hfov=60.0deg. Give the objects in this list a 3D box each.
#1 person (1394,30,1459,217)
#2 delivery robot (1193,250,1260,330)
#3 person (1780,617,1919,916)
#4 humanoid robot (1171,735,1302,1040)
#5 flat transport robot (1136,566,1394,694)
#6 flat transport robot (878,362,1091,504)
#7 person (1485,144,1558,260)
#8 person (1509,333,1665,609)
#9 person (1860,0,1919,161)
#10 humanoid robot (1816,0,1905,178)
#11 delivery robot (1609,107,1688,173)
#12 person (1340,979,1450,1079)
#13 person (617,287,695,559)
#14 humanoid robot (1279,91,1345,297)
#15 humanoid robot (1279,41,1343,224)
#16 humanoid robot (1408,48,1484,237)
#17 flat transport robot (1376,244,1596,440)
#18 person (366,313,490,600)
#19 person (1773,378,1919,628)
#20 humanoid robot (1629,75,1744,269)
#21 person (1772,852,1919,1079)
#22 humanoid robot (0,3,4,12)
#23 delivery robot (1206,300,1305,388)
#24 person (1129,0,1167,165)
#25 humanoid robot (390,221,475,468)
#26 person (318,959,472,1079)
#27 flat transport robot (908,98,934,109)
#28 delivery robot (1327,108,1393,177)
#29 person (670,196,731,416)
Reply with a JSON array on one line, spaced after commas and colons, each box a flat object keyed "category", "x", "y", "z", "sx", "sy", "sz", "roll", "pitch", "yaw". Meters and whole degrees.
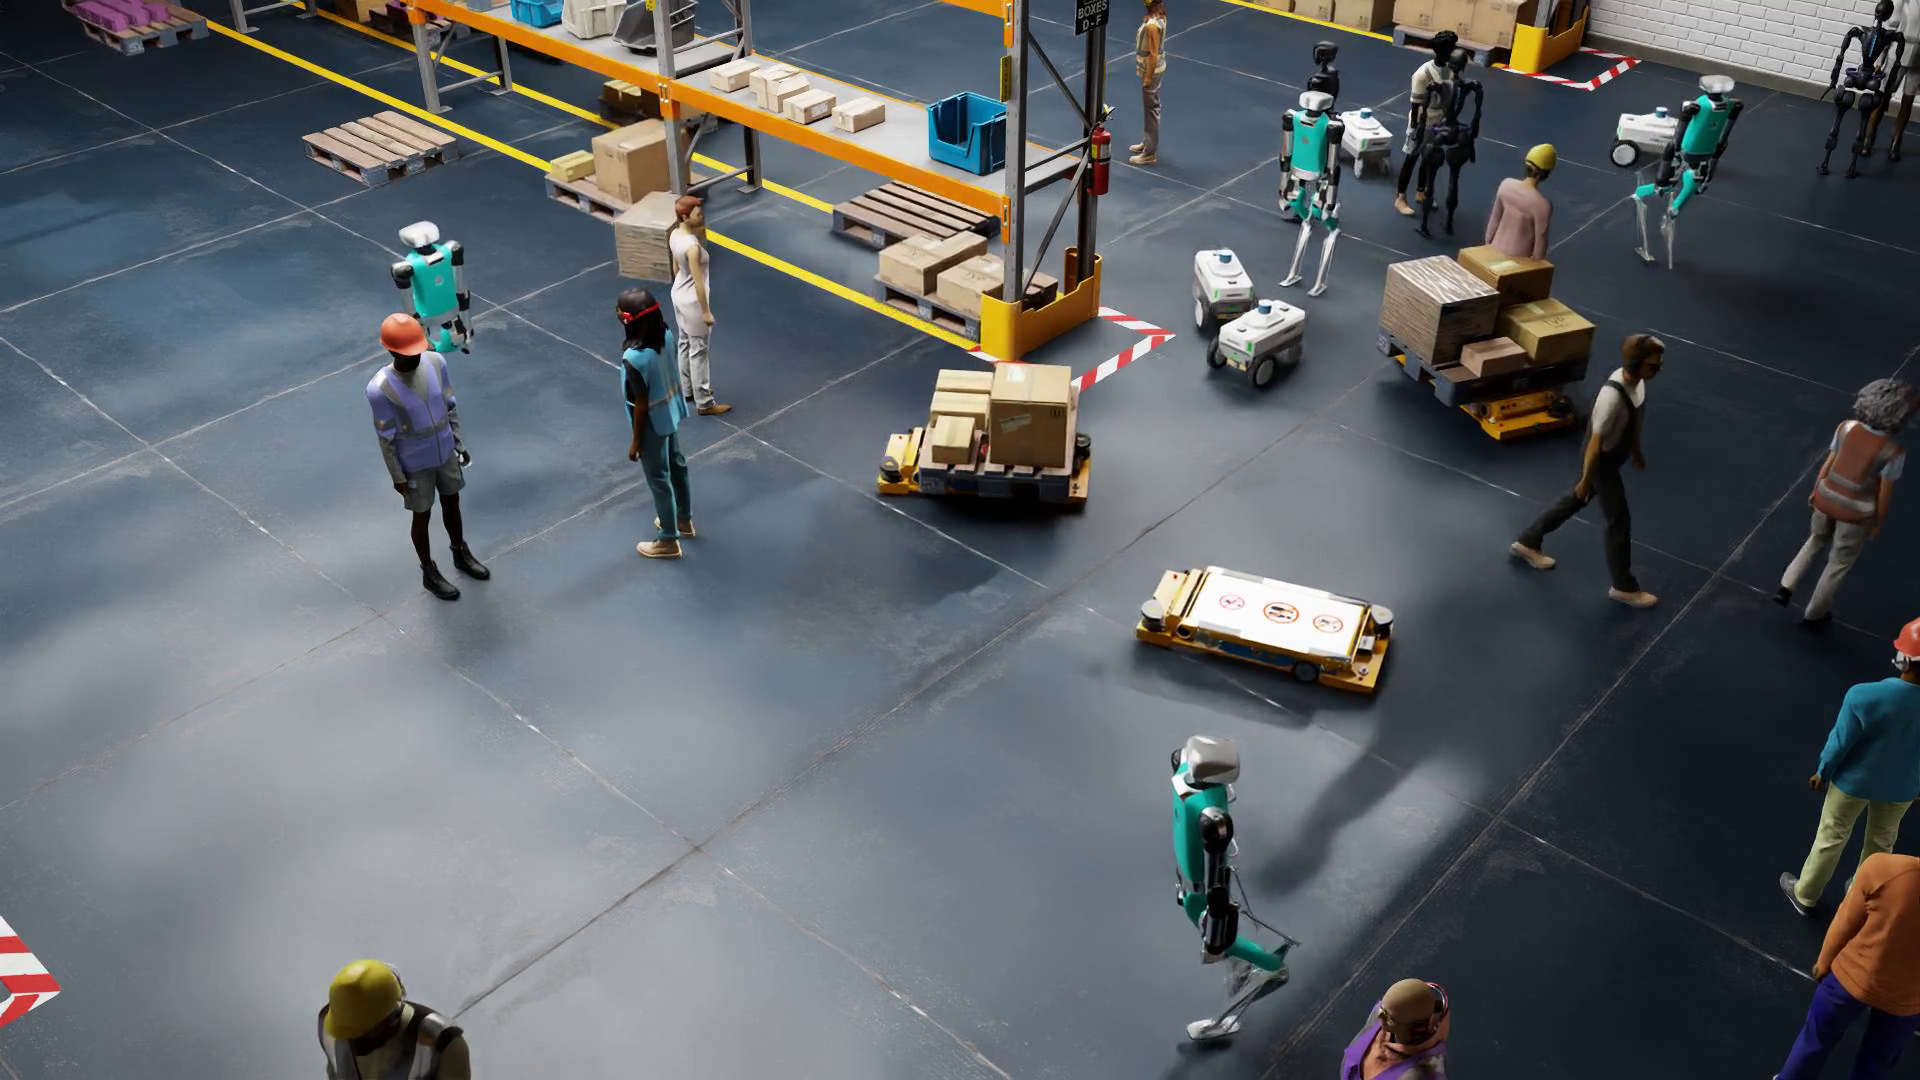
[{"category": "person", "x": 4.240, "y": -3.772, "z": 15.024, "sx": 0.535, "sy": 1.693, "sz": 0.320, "roll": -21, "pitch": 40, "yaw": -27}, {"category": "delivery robot", "x": 2.144, "y": -2.080, "z": 13.562, "sx": 0.499, "sy": 0.583, "sz": 0.765, "roll": -4, "pitch": 35, "yaw": -5}, {"category": "person", "x": 4.353, "y": 1.105, "z": 7.908, "sx": 0.558, "sy": 1.744, "sz": 0.332, "roll": 5, "pitch": 35, "yaw": 7}, {"category": "humanoid robot", "x": 1.215, "y": 1.615, "z": 7.279, "sx": 0.711, "sy": 1.910, "sz": 0.550, "roll": -6, "pitch": 35, "yaw": -8}, {"category": "flat transport robot", "x": 1.849, "y": 0.513, "z": 10.068, "sx": 1.431, "sy": 0.231, "sz": 0.659, "roll": 13, "pitch": 37, "yaw": 18}, {"category": "flat transport robot", "x": 0.183, "y": -0.533, "z": 11.582, "sx": 1.431, "sy": 0.231, "sz": 0.659, "roll": 4, "pitch": 35, "yaw": 5}, {"category": "person", "x": 4.229, "y": -2.168, "z": 12.645, "sx": 0.367, "sy": 1.747, "sz": 0.545, "roll": -18, "pitch": 39, "yaw": -24}, {"category": "person", "x": 3.949, "y": -0.478, "z": 10.160, "sx": 0.959, "sy": 1.796, "sz": 0.530, "roll": 19, "pitch": 39, "yaw": 25}, {"category": "person", "x": 9.157, "y": -4.634, "z": 16.073, "sx": 0.547, "sy": 1.924, "sz": 0.387, "roll": 13, "pitch": 37, "yaw": 18}, {"category": "humanoid robot", "x": 8.527, "y": -4.286, "z": 15.768, "sx": 0.599, "sy": 1.657, "sz": 0.315, "roll": 16, "pitch": 38, "yaw": 22}, {"category": "delivery robot", "x": 6.776, "y": -3.934, "z": 16.237, "sx": 0.756, "sy": 0.571, "sz": 0.499, "roll": 14, "pitch": 37, "yaw": 20}, {"category": "person", "x": 1.600, "y": 2.255, "z": 6.288, "sx": 0.349, "sy": 1.693, "sz": 0.493, "roll": -9, "pitch": 36, "yaw": -12}, {"category": "person", "x": -1.913, "y": -0.720, "z": 10.448, "sx": 0.397, "sy": 1.866, "sz": 0.528, "roll": 11, "pitch": 36, "yaw": 15}, {"category": "humanoid robot", "x": 2.939, "y": -2.883, "z": 13.665, "sx": 0.530, "sy": 1.743, "sz": 0.701, "roll": 25, "pitch": 42, "yaw": 31}, {"category": "humanoid robot", "x": 3.214, "y": -3.628, "z": 14.832, "sx": 0.483, "sy": 1.639, "sz": 0.601, "roll": 19, "pitch": 39, "yaw": 26}, {"category": "humanoid robot", "x": 4.271, "y": -3.497, "z": 14.626, "sx": 0.589, "sy": 1.656, "sz": 0.324, "roll": -2, "pitch": 35, "yaw": -3}, {"category": "flat transport robot", "x": 3.932, "y": -1.220, "z": 12.578, "sx": 0.659, "sy": 0.231, "sz": 1.431, "roll": -12, "pitch": 36, "yaw": -17}, {"category": "person", "x": -3.227, "y": -0.513, "z": 10.096, "sx": 0.382, "sy": 1.932, "sz": 0.540, "roll": 23, "pitch": 41, "yaw": 29}, {"category": "person", "x": 5.257, "y": -0.199, "z": 9.854, "sx": 0.397, "sy": 1.674, "sz": 0.474, "roll": -20, "pitch": 40, "yaw": -27}, {"category": "humanoid robot", "x": 6.024, "y": -3.103, "z": 14.068, "sx": 0.543, "sy": 1.831, "sz": 0.789, "roll": -7, "pitch": 35, "yaw": -10}, {"category": "person", "x": 3.756, "y": 1.778, "z": 6.742, "sx": 0.519, "sy": 1.972, "sz": 0.405, "roll": 18, "pitch": 39, "yaw": 25}, {"category": "humanoid robot", "x": -11.879, "y": -7.293, "z": 20.161, "sx": 0.612, "sy": 1.608, "sz": 0.653, "roll": -16, "pitch": 38, "yaw": -22}, {"category": "delivery robot", "x": 2.297, "y": -1.540, "z": 12.806, "sx": 0.791, "sy": 0.614, "sz": 0.499, "roll": -27, "pitch": 43, "yaw": -34}, {"category": "person", "x": 1.814, "y": -4.503, "z": 16.008, "sx": 0.323, "sy": 1.774, "sz": 0.470, "roll": 5, "pitch": 35, "yaw": 8}, {"category": "humanoid robot", "x": -3.718, "y": -1.415, "z": 11.592, "sx": 0.854, "sy": 1.796, "sz": 0.543, "roll": 26, "pitch": 42, "yaw": 32}, {"category": "person", "x": -2.064, "y": 2.212, "z": 6.244, "sx": 0.588, "sy": 1.825, "sz": 0.405, "roll": 9, "pitch": 36, "yaw": 13}, {"category": "flat transport robot", "x": -0.195, "y": -4.147, "z": 16.818, "sx": 1.431, "sy": 0.231, "sz": 0.659, "roll": 24, "pitch": 41, "yaw": 30}, {"category": "delivery robot", "x": 3.916, "y": -3.911, "z": 16.231, "sx": 0.499, "sy": 0.602, "sz": 0.806, "roll": -8, "pitch": 35, "yaw": -11}, {"category": "person", "x": -1.924, "y": -1.702, "z": 12.053, "sx": 0.290, "sy": 1.656, "sz": 0.451, "roll": -17, "pitch": 38, "yaw": -23}]
